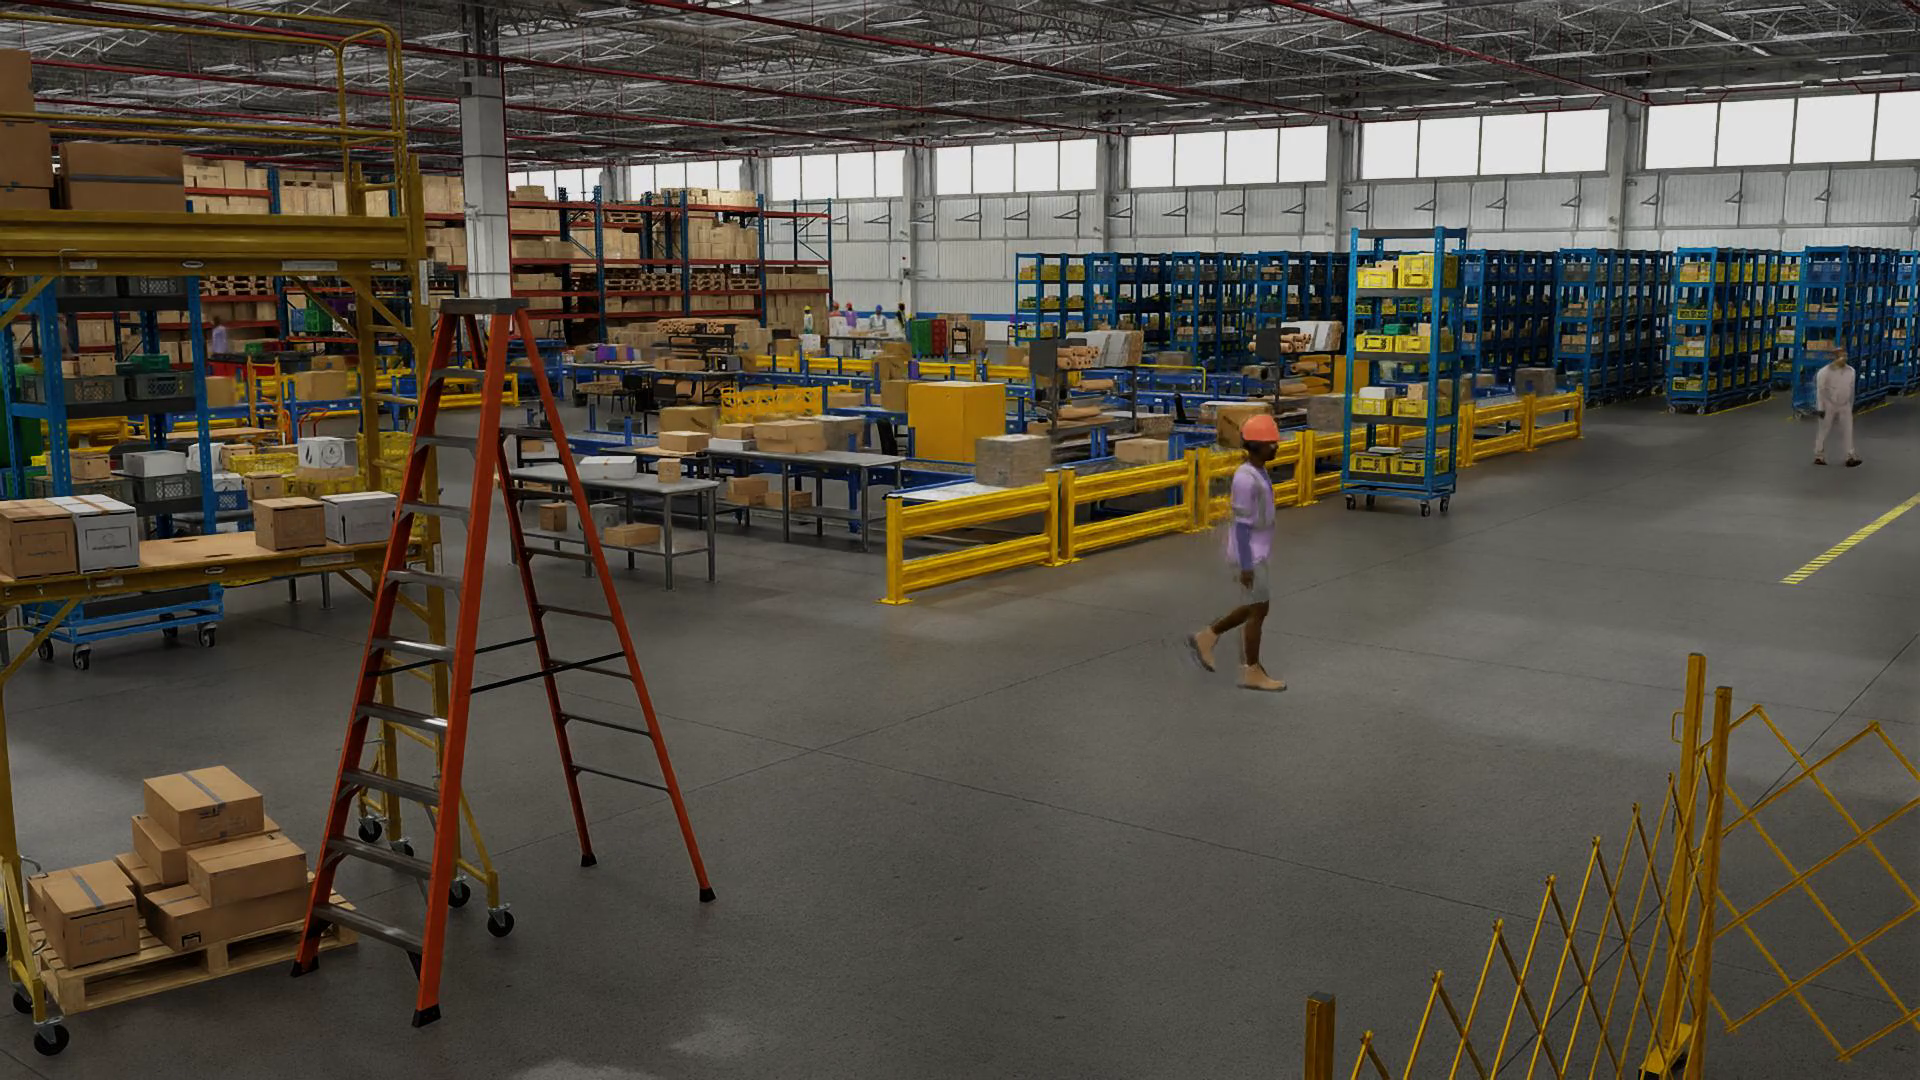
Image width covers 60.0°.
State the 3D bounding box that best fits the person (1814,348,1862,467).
[{"bbox_3d":[13.808,-2.069,26.113,0.675,1.865,0.932,-1,9,-4],"label":"person"}]

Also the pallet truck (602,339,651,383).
[{"bbox_3d":[-8.991,-4.871,45.351,0.653,1.274,1.630,7,11,37],"label":"pallet truck"}]

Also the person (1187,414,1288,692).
[{"bbox_3d":[2.044,0.090,12.115,0.671,2.031,0.605,3,10,20],"label":"person"}]

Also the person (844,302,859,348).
[{"bbox_3d":[-4.402,-8.761,67.883,0.632,1.872,0.969,2,9,9],"label":"person"}]

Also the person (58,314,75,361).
[{"bbox_3d":[-25.688,-5.553,47.809,0.648,1.885,0.727,7,12,38],"label":"person"}]

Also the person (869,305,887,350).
[{"bbox_3d":[-2.876,-7.311,58.599,0.650,1.929,0.452,-3,10,-17],"label":"person"}]

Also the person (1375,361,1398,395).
[{"bbox_3d":[9.950,-4.089,38.966,0.619,1.780,0.918,-8,12,-41],"label":"person"}]

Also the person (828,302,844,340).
[{"bbox_3d":[-4.649,-7.939,62.407,0.624,1.976,0.551,2,9,9],"label":"person"}]

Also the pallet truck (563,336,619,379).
[{"bbox_3d":[-10.690,-5.294,48.215,1.601,1.201,0.680,-5,10,-26],"label":"pallet truck"}]

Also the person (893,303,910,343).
[{"bbox_3d":[-2.401,-8.908,69.010,1.004,1.785,0.631,2,9,14],"label":"person"}]

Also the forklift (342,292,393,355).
[{"bbox_3d":[-16.485,-5.622,45.120,1.129,2.768,1.873,7,11,37],"label":"forklift"}]

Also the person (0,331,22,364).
[{"bbox_3d":[-23.552,-4.376,41.266,0.607,1.614,0.511,7,12,38],"label":"person"}]

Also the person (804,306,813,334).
[{"bbox_3d":[-6.013,-8.375,65.769,0.320,1.769,0.523,-7,12,-38],"label":"person"}]

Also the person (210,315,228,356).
[{"bbox_3d":[-19.848,-5.042,44.502,0.580,1.921,0.637,-7,11,-36],"label":"person"}]
